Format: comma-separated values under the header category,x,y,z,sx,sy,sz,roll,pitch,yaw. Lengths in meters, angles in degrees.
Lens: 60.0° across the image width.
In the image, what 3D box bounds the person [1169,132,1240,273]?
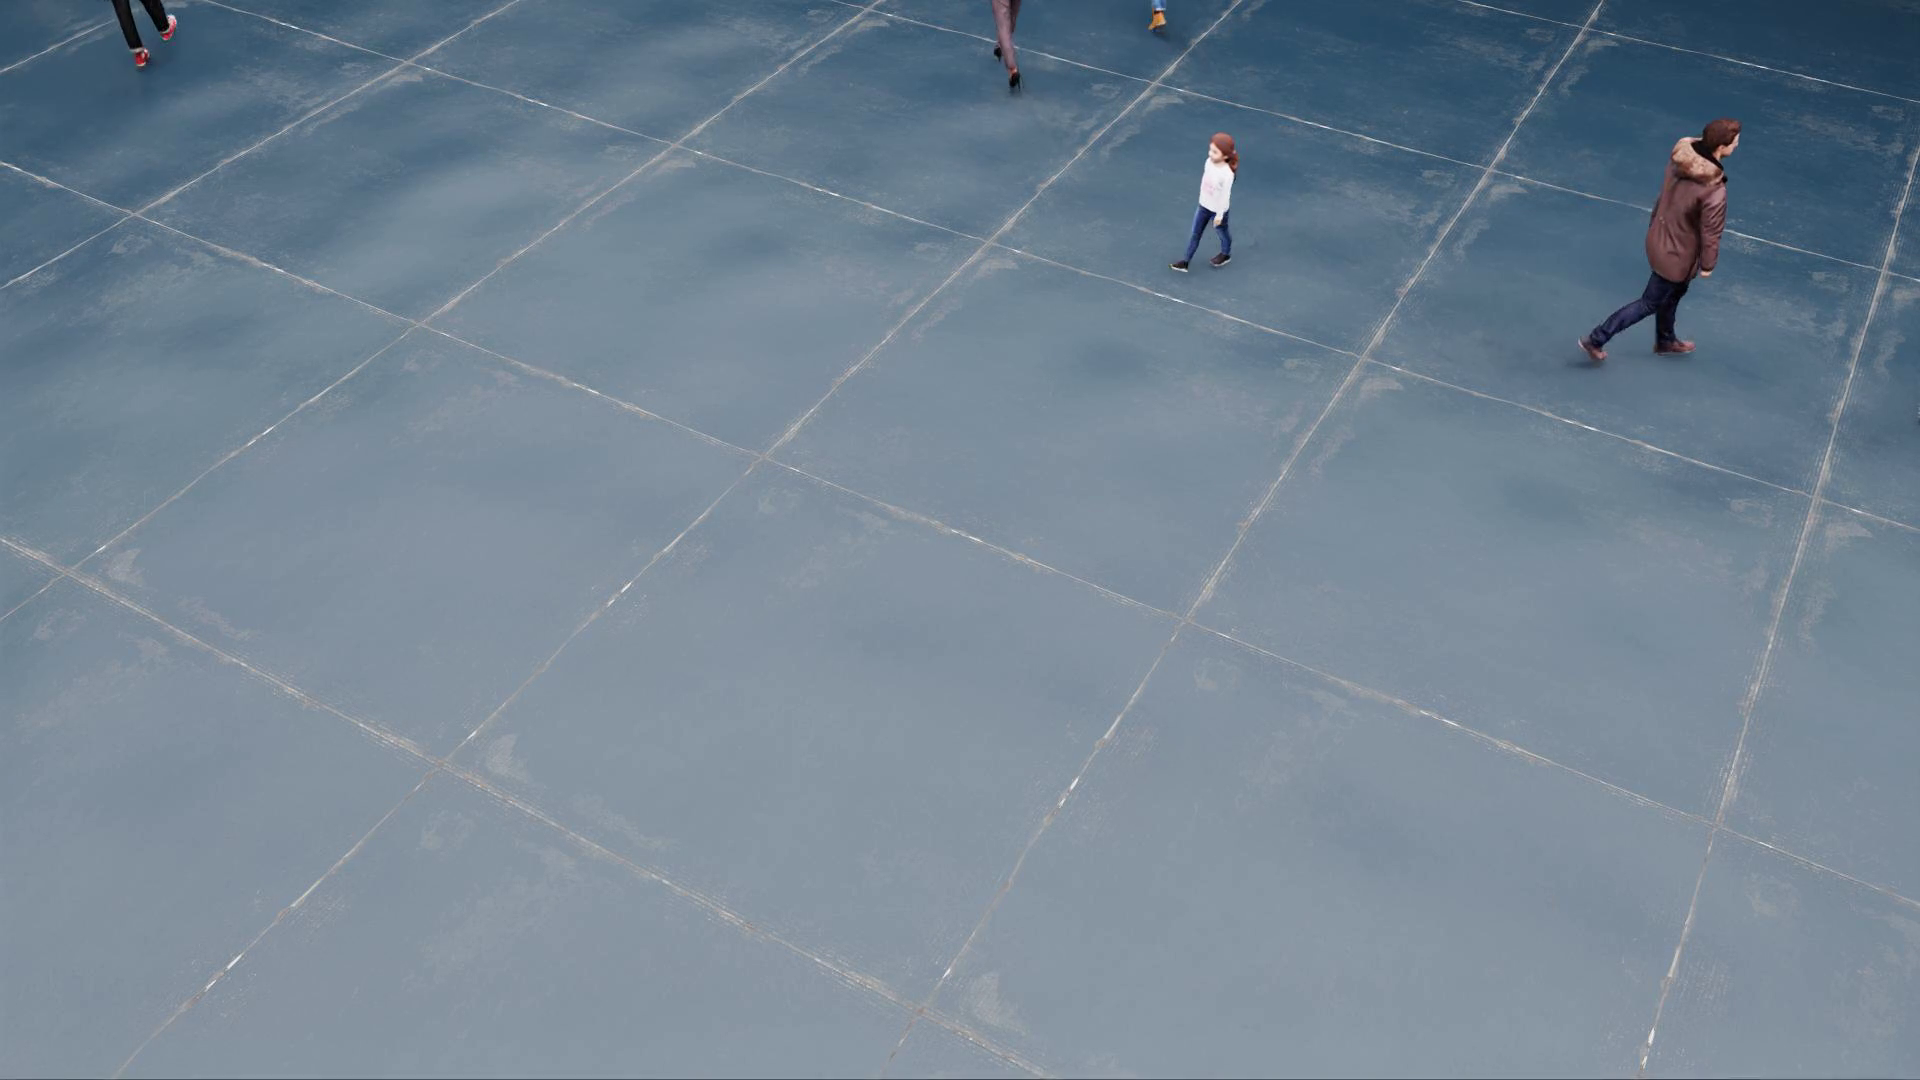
category,x,y,z,sx,sy,sz,roll,pitch,yaw
person,1.898,-2.455,12.123,0.820,1.084,0.657,-25,48,-25

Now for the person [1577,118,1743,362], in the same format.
category,x,y,z,sx,sy,sz,roll,pitch,yaw
person,4.643,-1.925,10.998,1.191,1.813,1.219,-2,42,-2

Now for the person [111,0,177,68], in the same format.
category,x,y,z,sx,sy,sz,roll,pitch,yaw
person,-7.294,-4.962,14.405,1.083,1.728,1.176,-7,43,-8
